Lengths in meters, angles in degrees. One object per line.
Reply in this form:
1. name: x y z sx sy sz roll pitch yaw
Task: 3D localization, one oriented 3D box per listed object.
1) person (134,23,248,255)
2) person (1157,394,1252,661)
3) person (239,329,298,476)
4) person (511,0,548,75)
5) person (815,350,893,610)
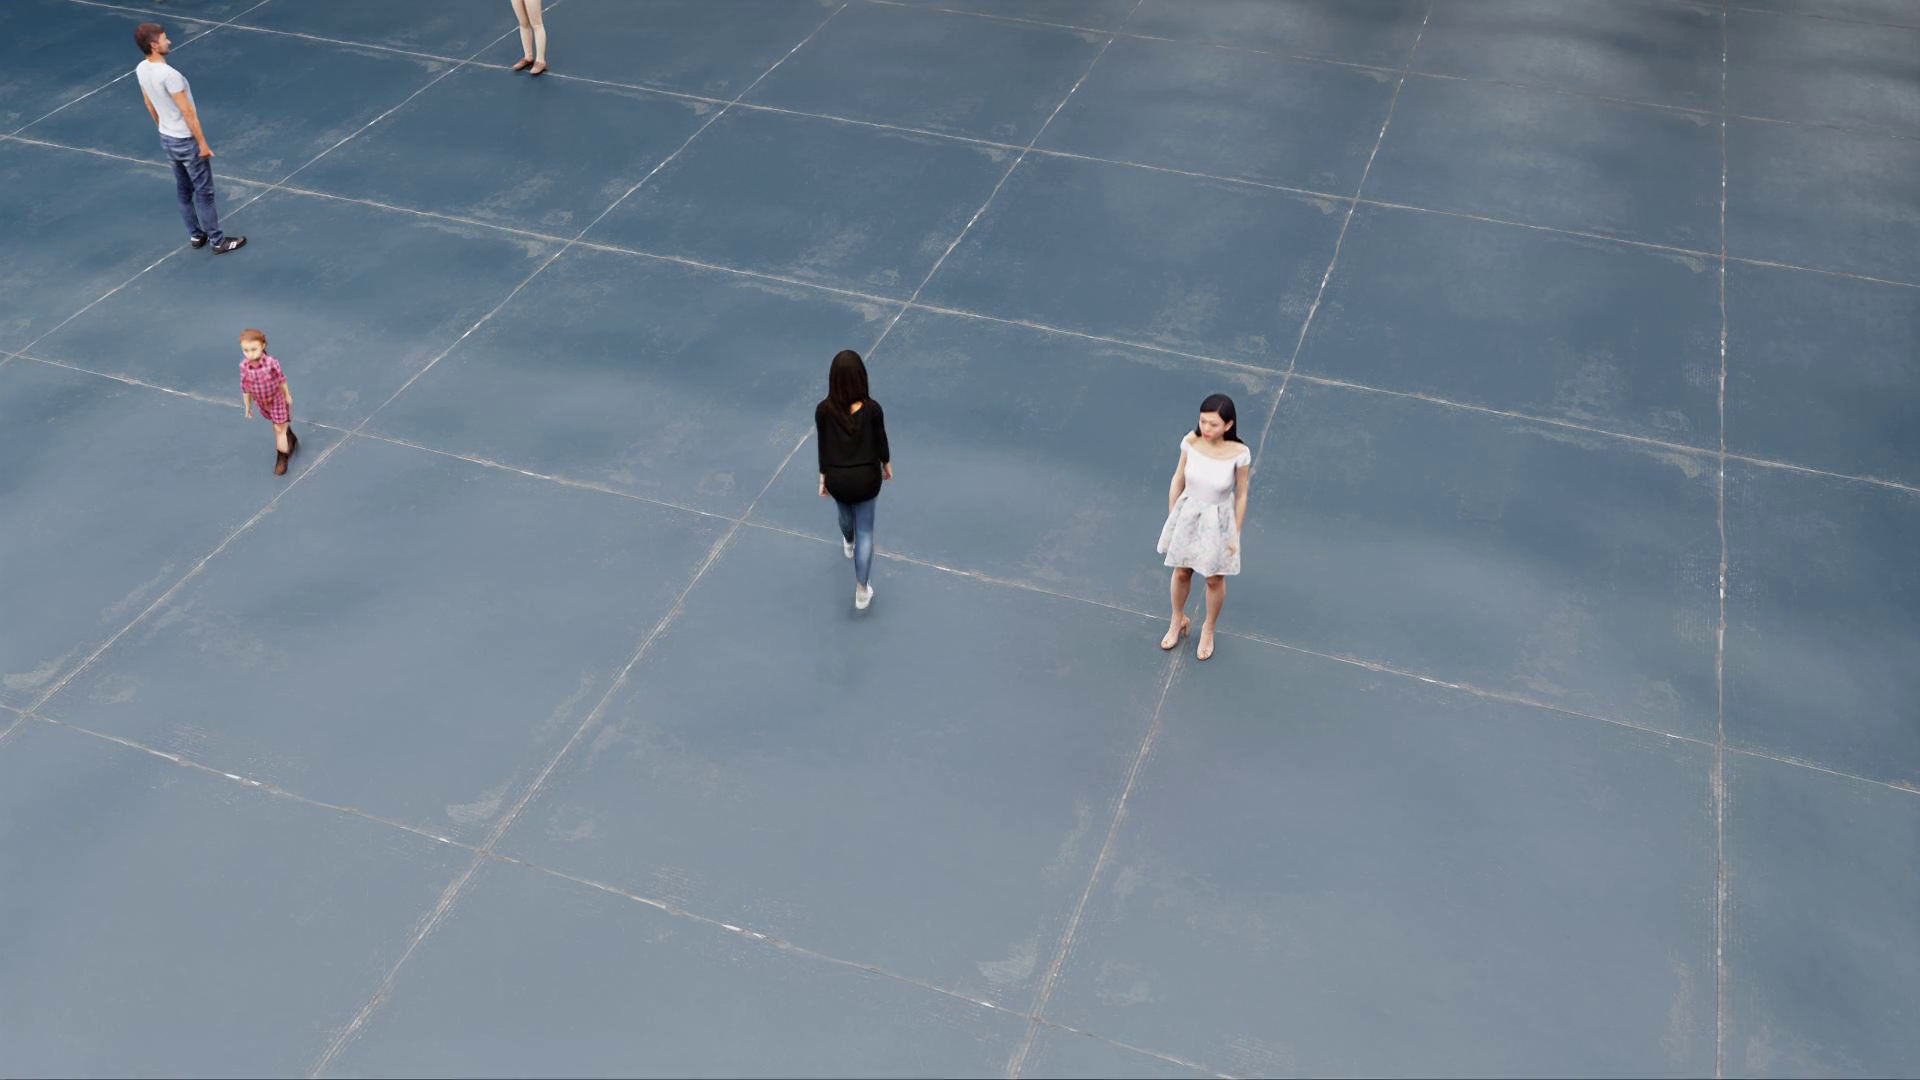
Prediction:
1. person: -6.186 -3.174 13.203 0.676 1.865 0.611 21 42 24
2. person: 1.367 -0.058 9.295 0.671 1.773 0.659 17 41 21
3. person: -4.601 -0.975 11.094 0.622 0.998 0.795 -4 38 -5
4. person: -4.253 -5.439 16.270 0.656 1.653 0.583 13 40 16
5. person: -0.622 -0.329 9.775 0.773 1.608 1.095 2 38 3
